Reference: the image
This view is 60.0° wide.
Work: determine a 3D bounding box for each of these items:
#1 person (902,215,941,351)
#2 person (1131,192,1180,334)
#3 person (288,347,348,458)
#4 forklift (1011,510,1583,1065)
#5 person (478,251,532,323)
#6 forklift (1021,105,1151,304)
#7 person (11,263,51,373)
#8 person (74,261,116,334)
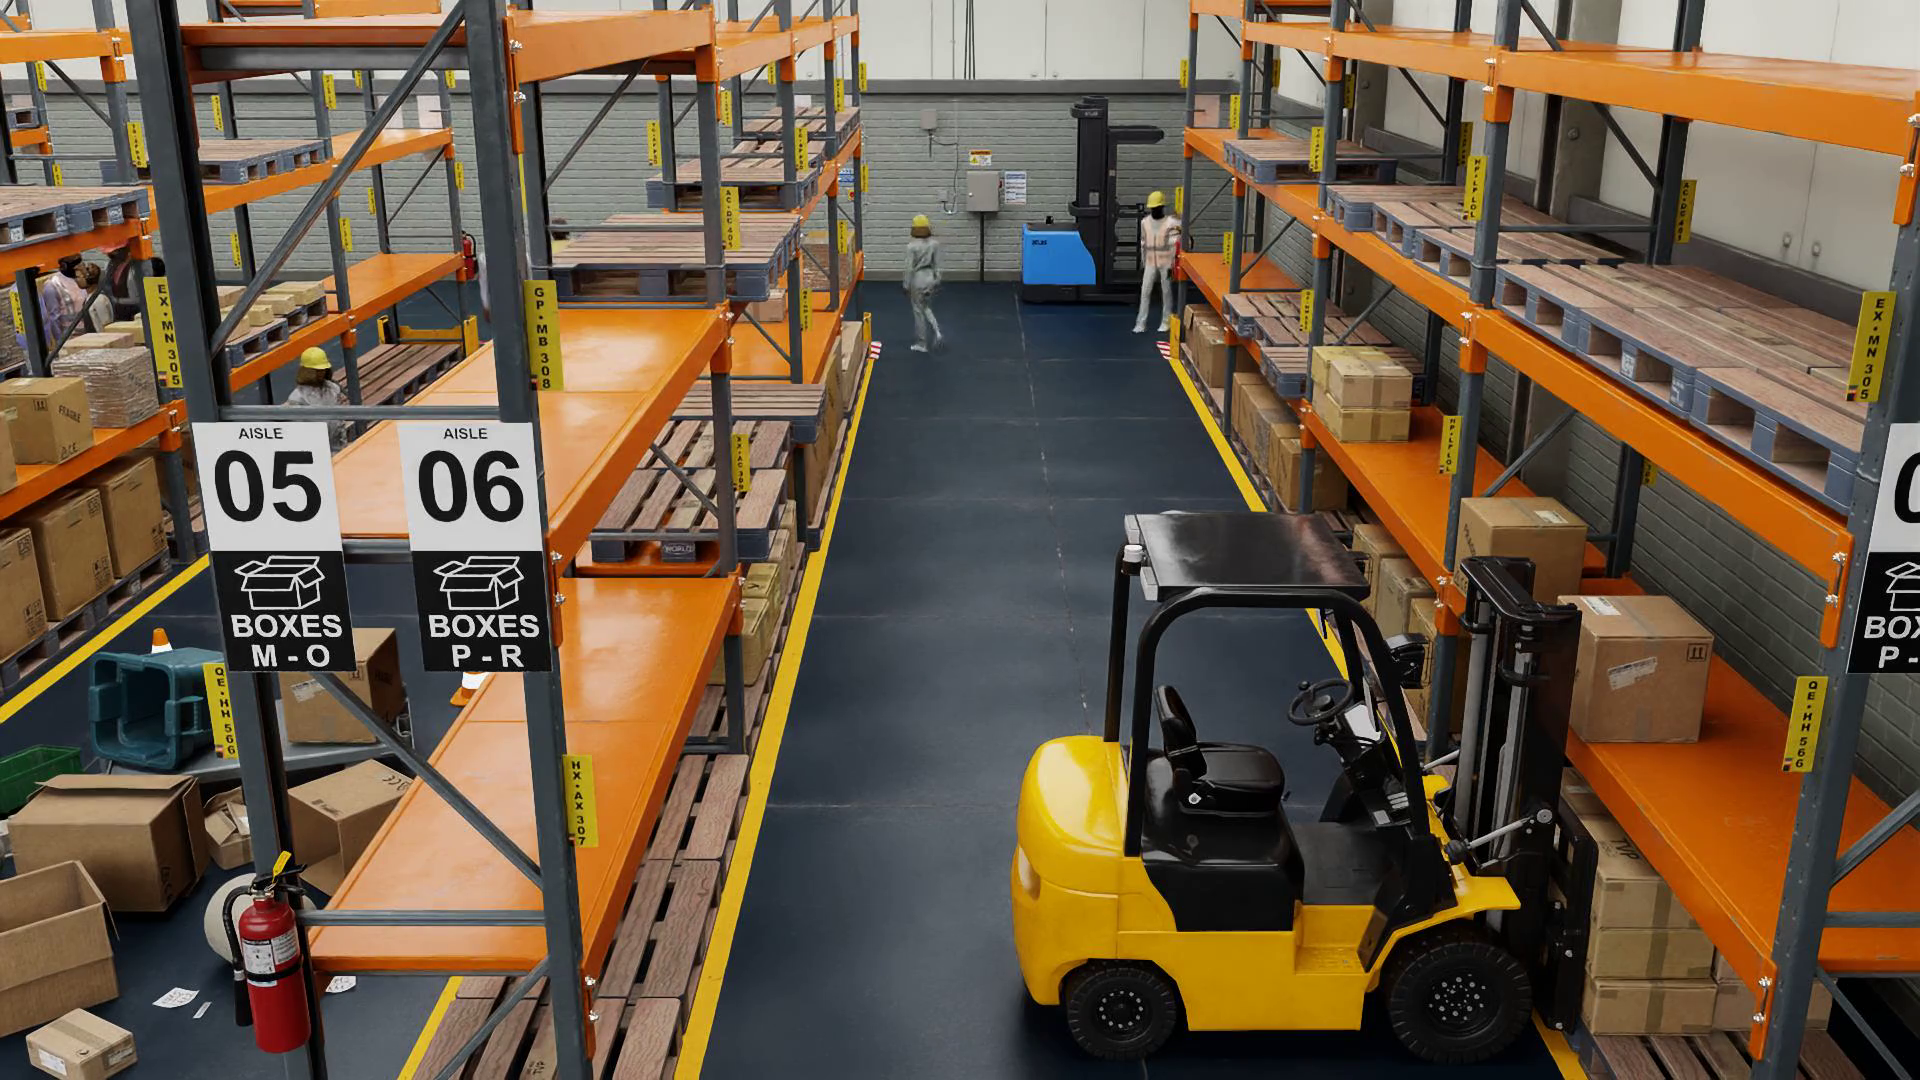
[{"bbox_3d":[-0.492,-3.260,21.157,0.490,1.726,0.382,-17,25,-41],"label":"person"},{"bbox_3d":[2.594,-3.661,22.107,0.596,1.887,0.917,10,21,28],"label":"person"},{"bbox_3d":[-5.131,-0.703,13.420,0.341,1.734,0.490,10,21,28],"label":"person"},{"bbox_3d":[1.387,1.055,7.378,2.313,2.155,1.214,0,18,0],"label":"forklift"},{"bbox_3d":[-5.248,-2.778,19.430,0.634,1.902,0.963,-2,18,-7],"label":"person"},{"bbox_3d":[1.857,-4.944,24.441,1.873,2.768,1.129,0,18,0],"label":"forklift"},{"bbox_3d":[-9.502,-2.044,17.151,0.371,1.935,0.551,-6,19,-17],"label":"person"},{"bbox_3d":[-8.684,-1.902,16.863,0.350,1.846,0.506,-11,21,-31],"label":"person"}]
